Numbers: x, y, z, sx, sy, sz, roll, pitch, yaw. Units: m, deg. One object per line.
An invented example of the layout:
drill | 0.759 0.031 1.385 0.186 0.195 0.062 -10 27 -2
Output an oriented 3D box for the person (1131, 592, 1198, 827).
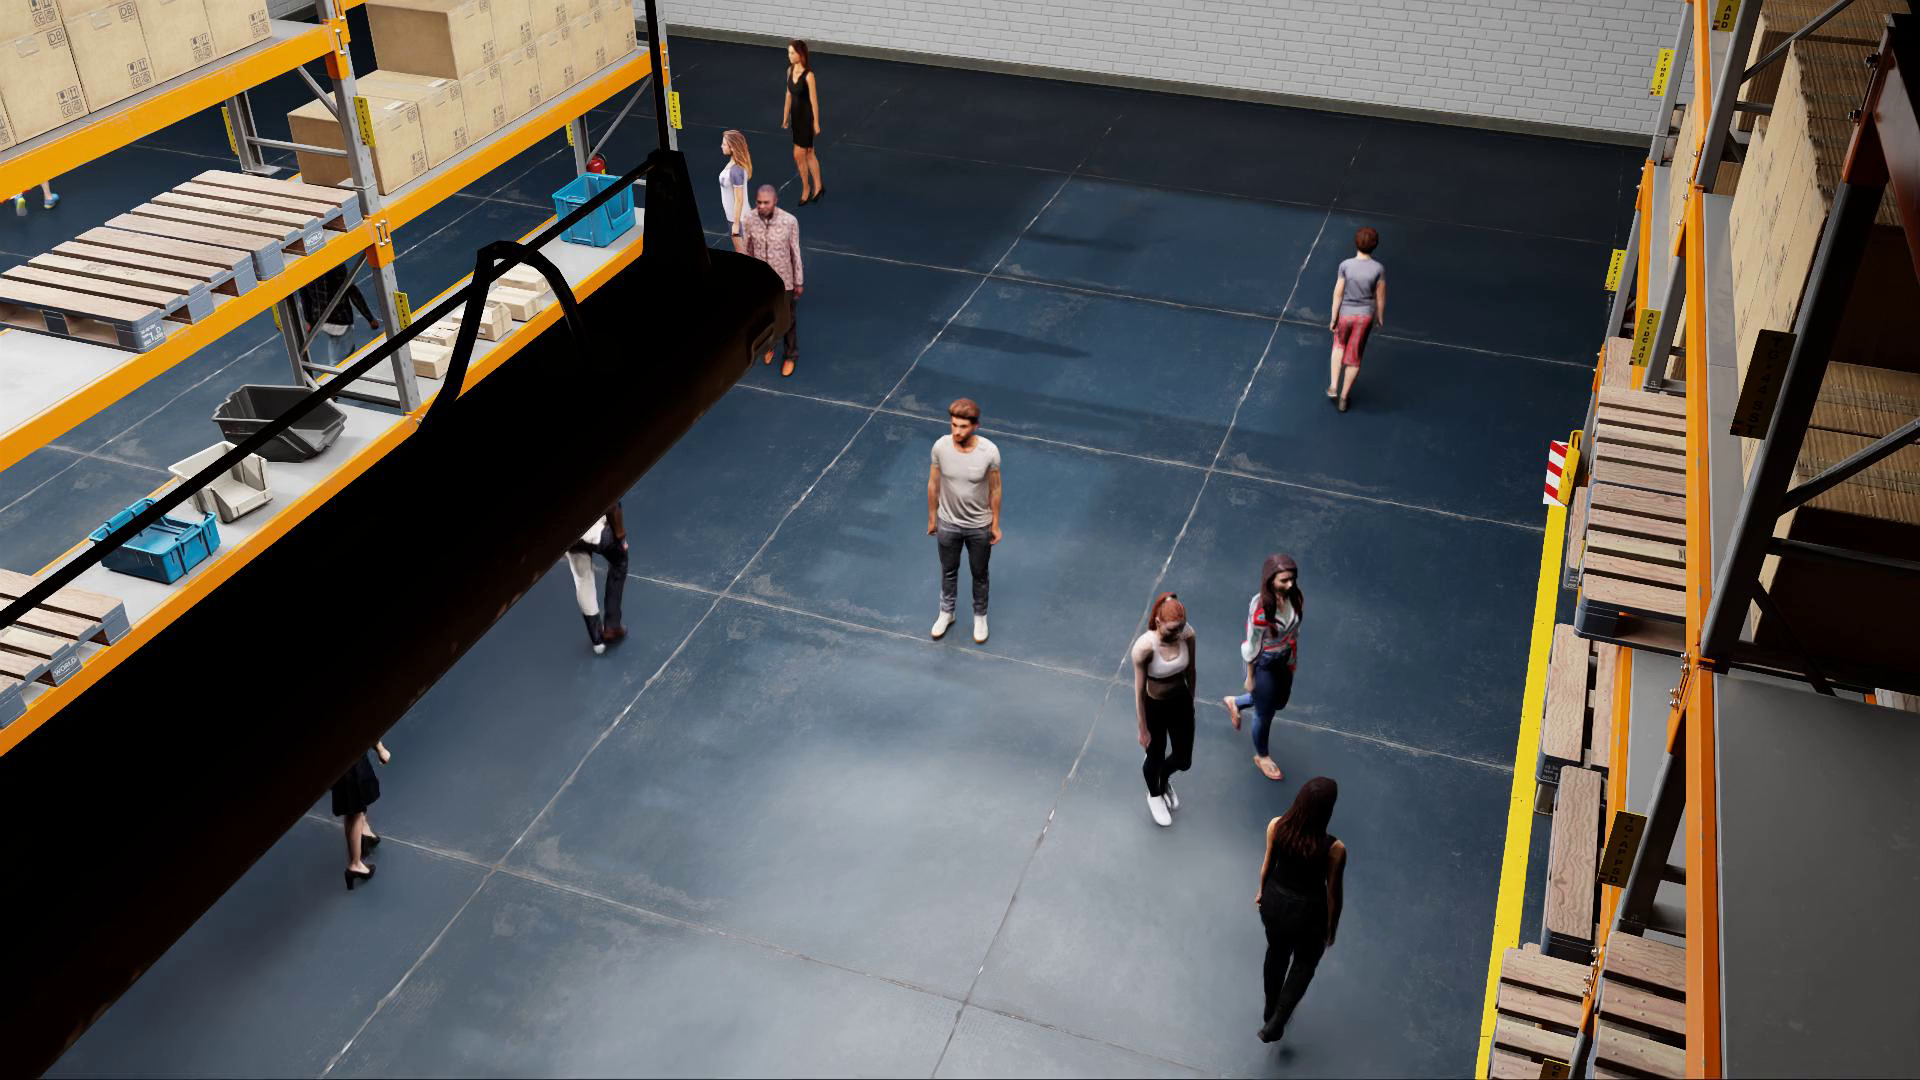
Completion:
person | 1.158 0.964 9.918 0.748 1.735 0.803 -14 36 -20

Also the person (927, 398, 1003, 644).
person | 0.038 -0.147 11.446 0.705 1.893 0.594 6 34 8

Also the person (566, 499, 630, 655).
person | -2.535 -0.006 11.244 0.781 1.882 0.746 3 34 4

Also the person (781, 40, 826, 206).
person | -1.622 -4.542 18.124 0.796 1.819 0.727 -27 42 -35

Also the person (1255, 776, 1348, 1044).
person | 1.674 1.947 8.494 0.720 1.673 0.839 18 38 25

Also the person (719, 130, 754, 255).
person | -2.126 -3.125 16.072 0.740 1.733 0.632 -5 34 -7

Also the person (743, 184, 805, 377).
person | -1.638 -2.377 14.894 0.806 1.790 0.799 2 34 3

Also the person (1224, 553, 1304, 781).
person | 1.876 0.736 10.385 0.909 1.598 0.932 -20 38 -27

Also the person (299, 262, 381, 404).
person | -5.335 -1.778 14.015 0.786 1.766 1.239 16 37 23

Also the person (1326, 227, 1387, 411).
person | 3.376 -1.853 14.244 0.582 1.637 0.607 12 35 17
